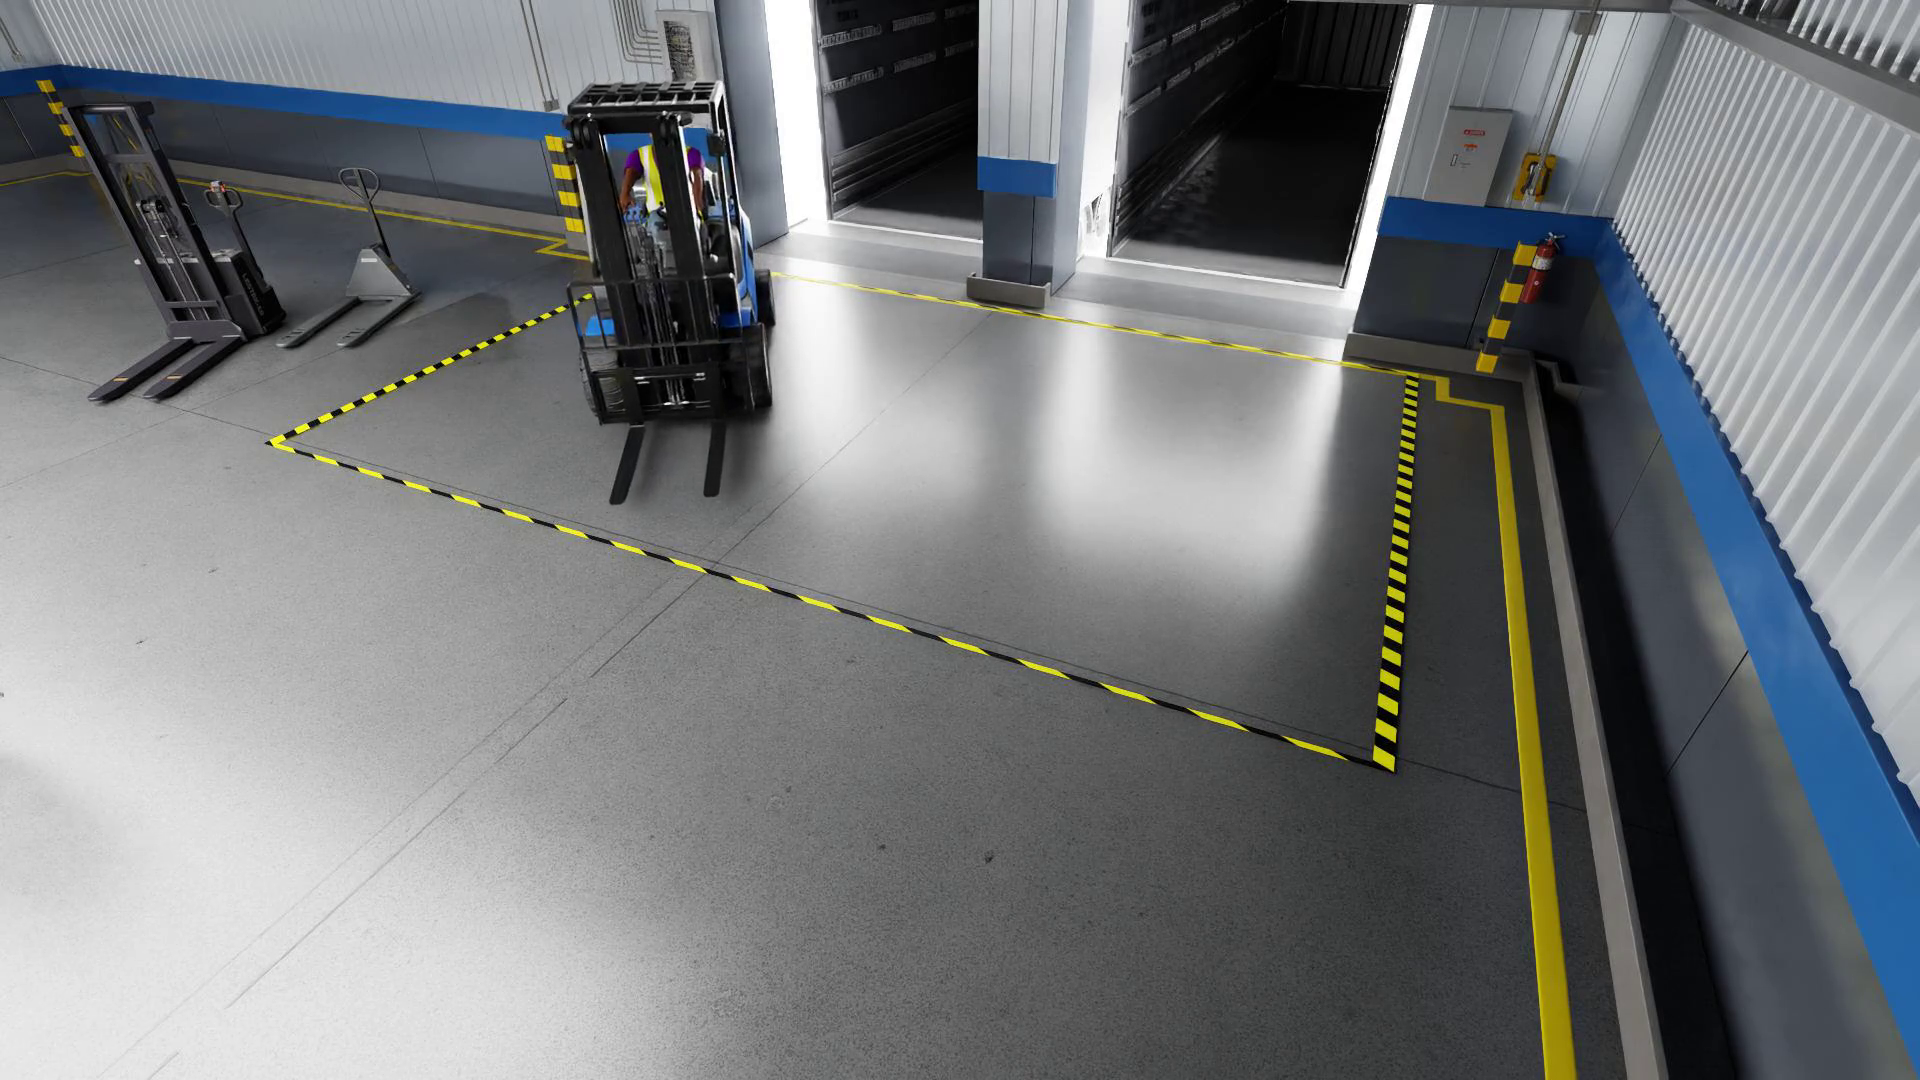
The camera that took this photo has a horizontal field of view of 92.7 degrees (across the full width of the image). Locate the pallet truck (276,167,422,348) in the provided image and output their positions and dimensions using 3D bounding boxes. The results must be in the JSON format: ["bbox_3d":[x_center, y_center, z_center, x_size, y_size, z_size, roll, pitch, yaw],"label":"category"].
[{"bbox_3d":[-5.732,-2.611,8.414,0.680,1.201,1.601,-1,35,-1],"label":"pallet truck"}]

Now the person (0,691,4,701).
[{"bbox_3d":[-4.987,0.183,3.935,0.770,1.802,0.435,-21,40,-27],"label":"person"}]

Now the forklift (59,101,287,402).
[{"bbox_3d":[-6.686,-2.387,7.434,0.823,1.965,1.885,-3,35,-5],"label":"forklift"}]

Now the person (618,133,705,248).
[{"bbox_3d":[-2.268,-2.556,7.039,0.635,1.294,1.004,-5,35,-7],"label":"person"}]

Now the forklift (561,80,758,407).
[{"bbox_3d":[-2.270,-2.437,7.196,1.157,2.036,2.680,-5,35,-7],"label":"forklift"}]
